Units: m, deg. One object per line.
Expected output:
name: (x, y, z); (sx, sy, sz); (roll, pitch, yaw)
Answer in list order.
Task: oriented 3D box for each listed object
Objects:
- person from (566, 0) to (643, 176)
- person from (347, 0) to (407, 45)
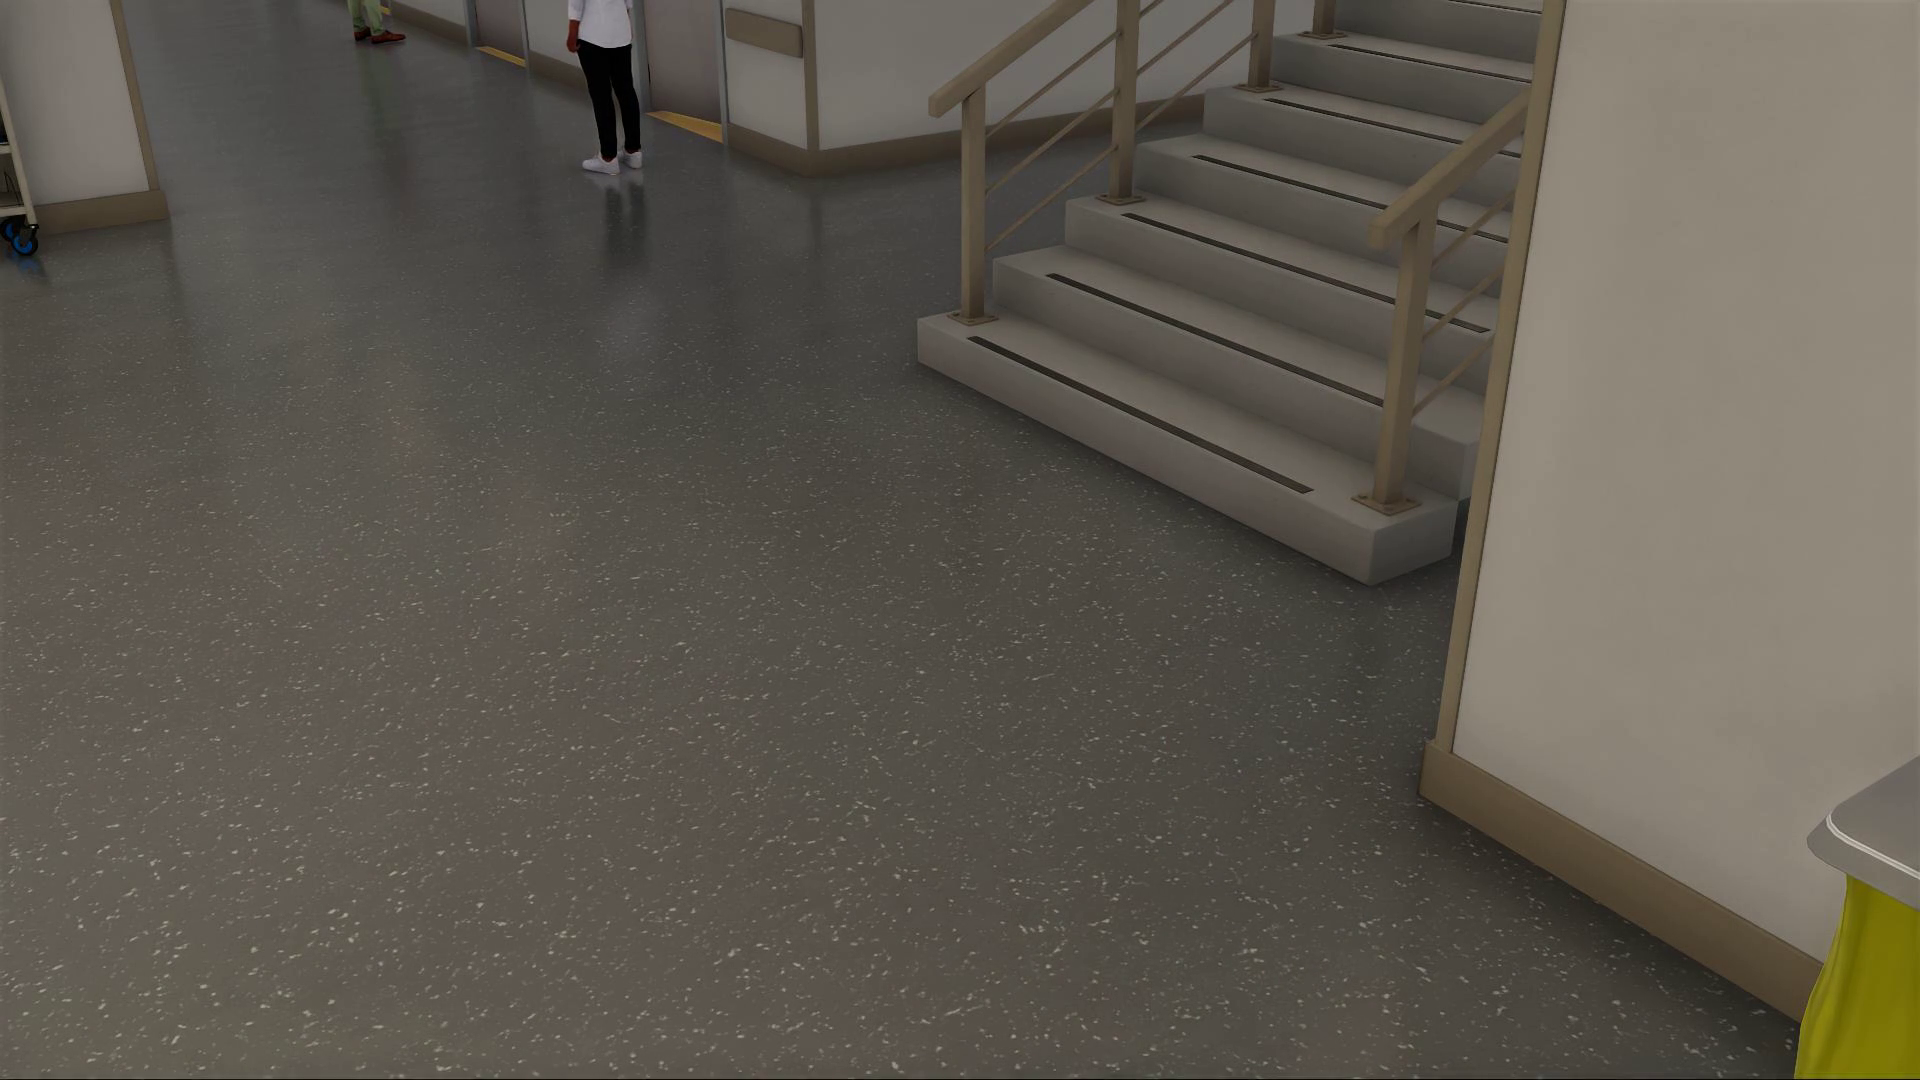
person: (-2.170, -3.157, 10.107); (0.738, 1.809, 0.582); (22, 33, 37)
person: (-5.267, -5.339, 14.563); (0.742, 1.870, 0.703); (18, 31, 33)
